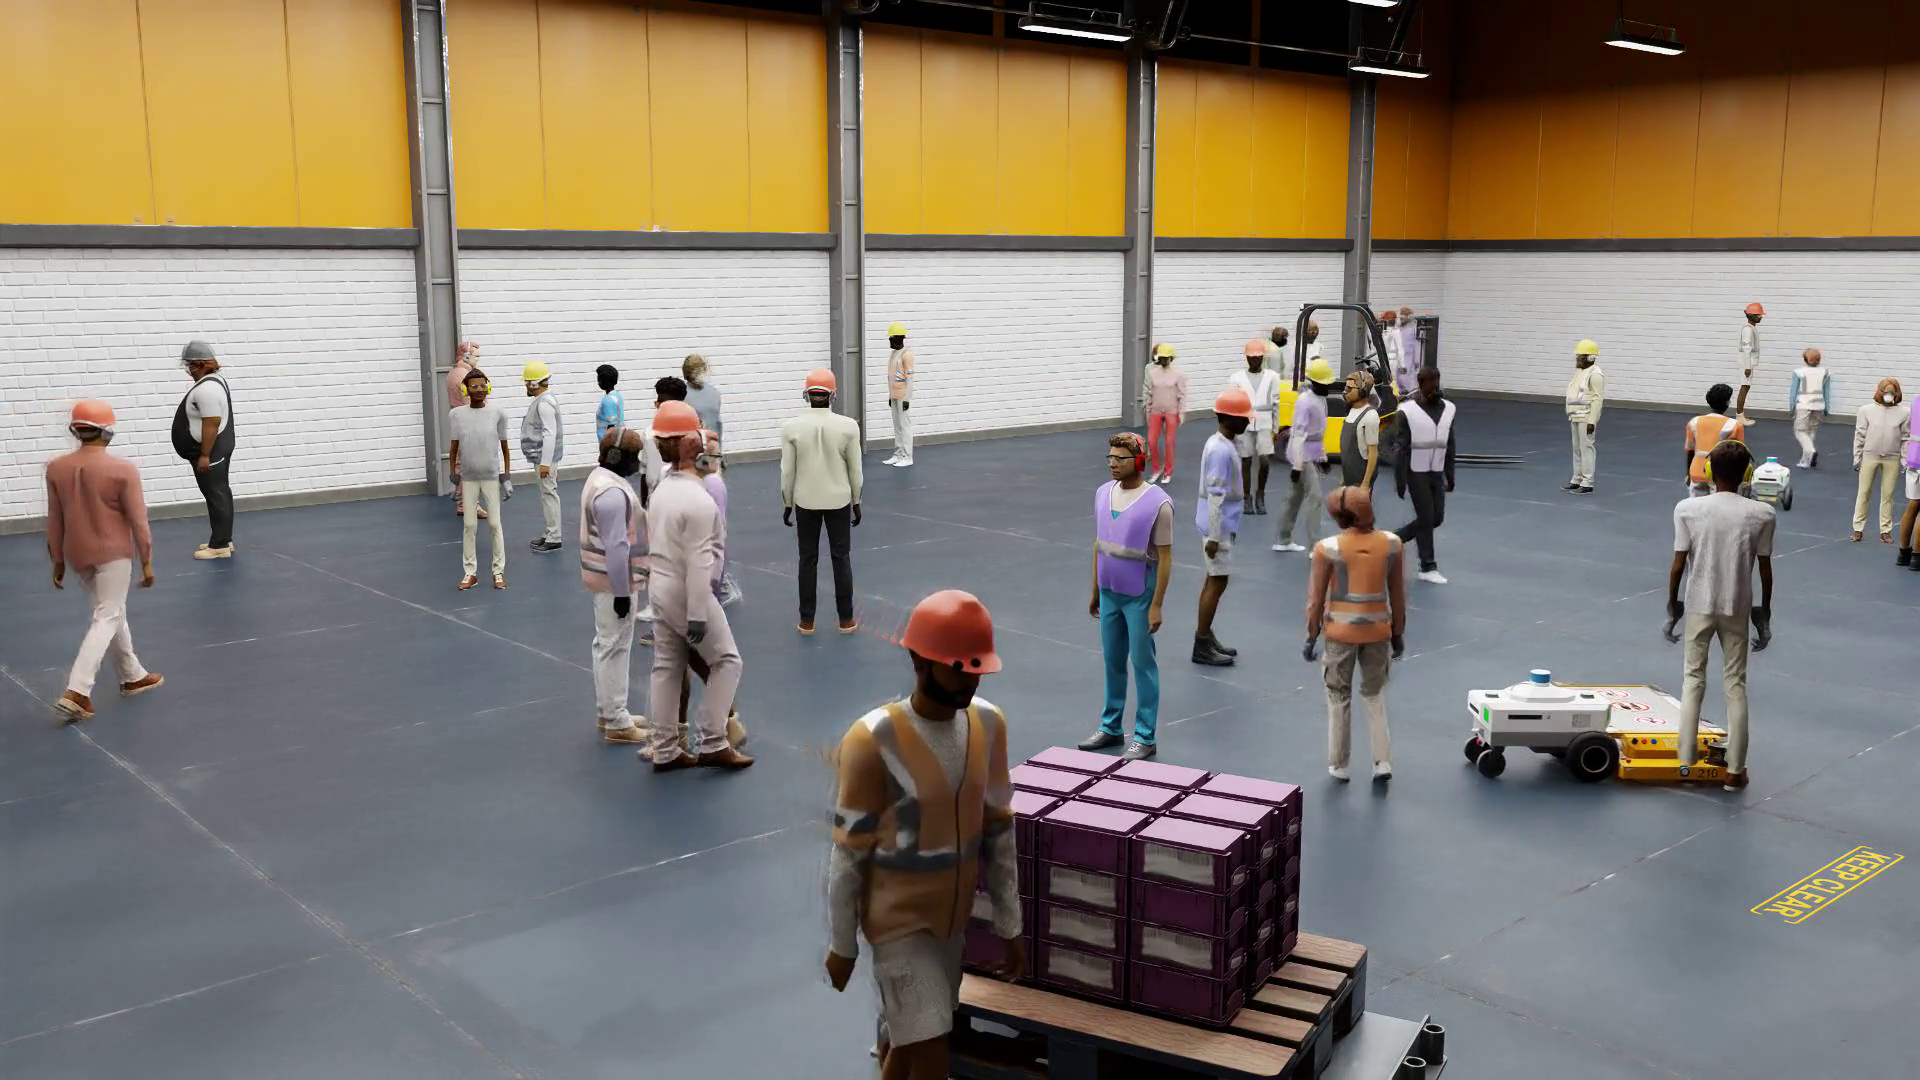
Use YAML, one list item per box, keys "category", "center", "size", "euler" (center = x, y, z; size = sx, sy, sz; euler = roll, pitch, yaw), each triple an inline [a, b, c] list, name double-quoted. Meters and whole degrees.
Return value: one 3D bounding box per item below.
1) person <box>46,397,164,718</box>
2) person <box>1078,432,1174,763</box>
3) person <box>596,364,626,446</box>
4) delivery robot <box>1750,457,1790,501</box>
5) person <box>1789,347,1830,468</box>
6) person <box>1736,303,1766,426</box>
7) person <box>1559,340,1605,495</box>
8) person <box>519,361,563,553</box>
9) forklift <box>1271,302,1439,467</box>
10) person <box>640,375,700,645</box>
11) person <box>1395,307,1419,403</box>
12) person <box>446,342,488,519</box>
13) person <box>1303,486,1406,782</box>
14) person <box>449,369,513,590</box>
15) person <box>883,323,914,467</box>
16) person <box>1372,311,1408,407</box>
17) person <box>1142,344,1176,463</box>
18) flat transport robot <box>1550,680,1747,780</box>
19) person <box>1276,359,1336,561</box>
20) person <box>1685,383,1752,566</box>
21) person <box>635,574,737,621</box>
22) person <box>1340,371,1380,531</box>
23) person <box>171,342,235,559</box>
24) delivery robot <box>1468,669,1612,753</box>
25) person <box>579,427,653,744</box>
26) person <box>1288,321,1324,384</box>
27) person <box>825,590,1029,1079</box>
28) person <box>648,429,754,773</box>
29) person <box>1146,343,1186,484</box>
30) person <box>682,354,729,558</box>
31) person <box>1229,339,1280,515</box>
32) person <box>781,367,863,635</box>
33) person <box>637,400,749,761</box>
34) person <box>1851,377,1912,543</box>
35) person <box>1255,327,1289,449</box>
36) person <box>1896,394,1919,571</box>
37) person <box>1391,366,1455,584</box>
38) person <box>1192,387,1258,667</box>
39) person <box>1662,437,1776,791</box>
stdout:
- category: "person"
  center: [-5.340, 0.095, 10.304]
  size: [0.629, 1.957, 1.003]
  euler: [2, 10, 11]
- category: "person"
  center: [0.955, 0.312, 9.329]
  size: [0.390, 1.846, 0.564]
  euler: [-8, 13, -39]
- category: "person"
  center: [-3.644, -0.993, 17.407]
  size: [0.319, 1.696, 0.532]
  euler: [-1, 10, -4]
- category: "delivery robot"
  center: [9.108, -0.689, 18.691]
  size: [0.477, 0.478, 0.707]
  euler: [6, 11, 30]
- category: "person"
  center: [11.224, -1.719, 21.904]
  size: [0.529, 1.618, 0.614]
  euler: [0, 10, 1]
- category: "person"
  center: [13.142, -2.918, 27.662]
  size: [0.376, 2.041, 0.615]
  euler: [5, 11, 27]
- category: "person"
  center: [7.371, -1.450, 19.689]
  size: [0.404, 1.829, 0.602]
  euler: [0, 10, 0]
- category: "person"
  center: [-3.979, -0.791, 15.834]
  size: [0.403, 1.827, 0.600]
  euler: [-3, 10, -16]
- category: "forklift"
  center: [5.320, -2.157, 22.763]
  size: [2.313, 2.155, 1.214]
  euler: [3, 10, 16]
- category: "person"
  center: [-2.061, -0.200, 11.972]
  size: [0.606, 1.966, 0.367]
  euler: [5, 11, 26]
- category: "person"
  center: [8.024, -3.261, 30.110]
  size: [0.434, 1.890, 0.658]
  euler: [-4, 11, -23]
- category: "person"
  center: [-5.270, -1.179, 17.902]
  size: [0.407, 1.902, 0.639]
  euler: [-6, 11, -31]
- category: "person"
  center: [2.089, 0.511, 8.837]
  size: [0.544, 1.608, 0.387]
  euler: [-1, 10, -8]
- category: "person"
  center: [-4.056, -0.510, 14.058]
  size: [0.531, 1.875, 0.316]
  euler: [-1, 10, -8]
- category: "person"
  center: [-0.819, -1.946, 22.309]
  size: [0.366, 1.926, 0.592]
  euler: [-5, 11, -26]
- category: "person"
  center: [7.487, -3.045, 28.924]
  size: [0.496, 1.863, 0.584]
  euler: [-5, 11, -27]
- category: "person"
  center: [2.717, -1.859, 22.662]
  size: [0.507, 1.630, 0.268]
  euler: [6, 12, 33]
- category: "flat transport robot"
  center: [3.867, 1.066, 9.517]
  size: [0.652, 0.197, 1.431]
  euler: [0, 10, 2]
- category: "person"
  center: [3.259, -0.750, 15.494]
  size: [0.702, 1.872, 0.677]
  euler: [4, 10, 21]
- category: "person"
  center: [6.745, -0.551, 14.835]
  size: [0.377, 1.697, 0.553]
  euler: [-6, 11, -30]
- category: "person"
  center: [-2.127, -0.235, 12.963]
  size: [0.879, 1.683, 0.548]
  euler: [-6, 11, -31]
- category: "person"
  center: [3.380, -0.516, 14.179]
  size: [0.345, 1.847, 0.504]
  euler: [-2, 10, -9]
- category: "person"
  center: [-7.074, -0.849, 15.555]
  size: [0.536, 2.000, 0.672]
  euler: [-3, 10, -15]
- category: "delivery robot"
  center: [3.156, 0.952, 9.083]
  size: [0.707, 0.478, 0.477]
  euler: [0, 10, 2]
- category: "person"
  center: [-1.987, 0.257, 9.690]
  size: [0.430, 1.835, 0.624]
  euler: [-3, 10, -17]
- category: "person"
  center: [5.122, -2.304, 24.565]
  size: [0.604, 1.865, 0.394]
  euler: [-7, 12, -34]
- category: "person"
  center: [-0.040, 1.079, 4.654]
  size: [0.729, 1.904, 0.539]
  euler: [10, 14, 44]
- category: "person"
  center: [-1.427, 0.333, 9.091]
  size: [0.652, 1.878, 0.657]
  euler: [-7, 12, -35]
- category: "person"
  center: [2.505, -1.550, 20.502]
  size: [0.550, 1.745, 0.476]
  euler: [5, 11, 25]
- category: "person"
  center: [-2.420, -0.742, 15.301]
  size: [0.365, 1.921, 0.678]
  euler: [7, 12, 36]
- category: "person"
  center: [3.185, -1.213, 18.020]
  size: [0.577, 1.921, 0.532]
  euler: [1, 10, 6]
- category: "person"
  center: [-1.024, -0.285, 12.385]
  size: [0.609, 1.996, 0.379]
  euler: [-1, 10, -4]
- category: "person"
  center: [-1.501, 0.240, 9.222]
  size: [0.499, 2.046, 0.620]
  euler: [-8, 12, -38]
- category: "person"
  center: [9.061, -0.783, 16.364]
  size: [0.498, 1.633, 0.289]
  euler: [4, 10, 22]
- category: "person"
  center: [4.574, -2.199, 24.249]
  size: [0.900, 1.783, 0.646]
  euler: [0, 10, 1]
- category: "person"
  center: [8.714, -0.676, 14.896]
  size: [0.397, 1.930, 0.539]
  euler: [0, 10, 0]
- category: "person"
  center: [4.008, -0.587, 14.481]
  size: [0.619, 1.884, 0.736]
  euler: [-5, 11, -26]
- category: "person"
  center: [1.838, -0.103, 11.539]
  size: [0.402, 1.923, 0.644]
  euler: [2, 10, 10]
- category: "person"
  center: [4.005, 0.394, 8.791]
  size: [0.532, 1.865, 0.311]
  euler: [4, 10, 20]
